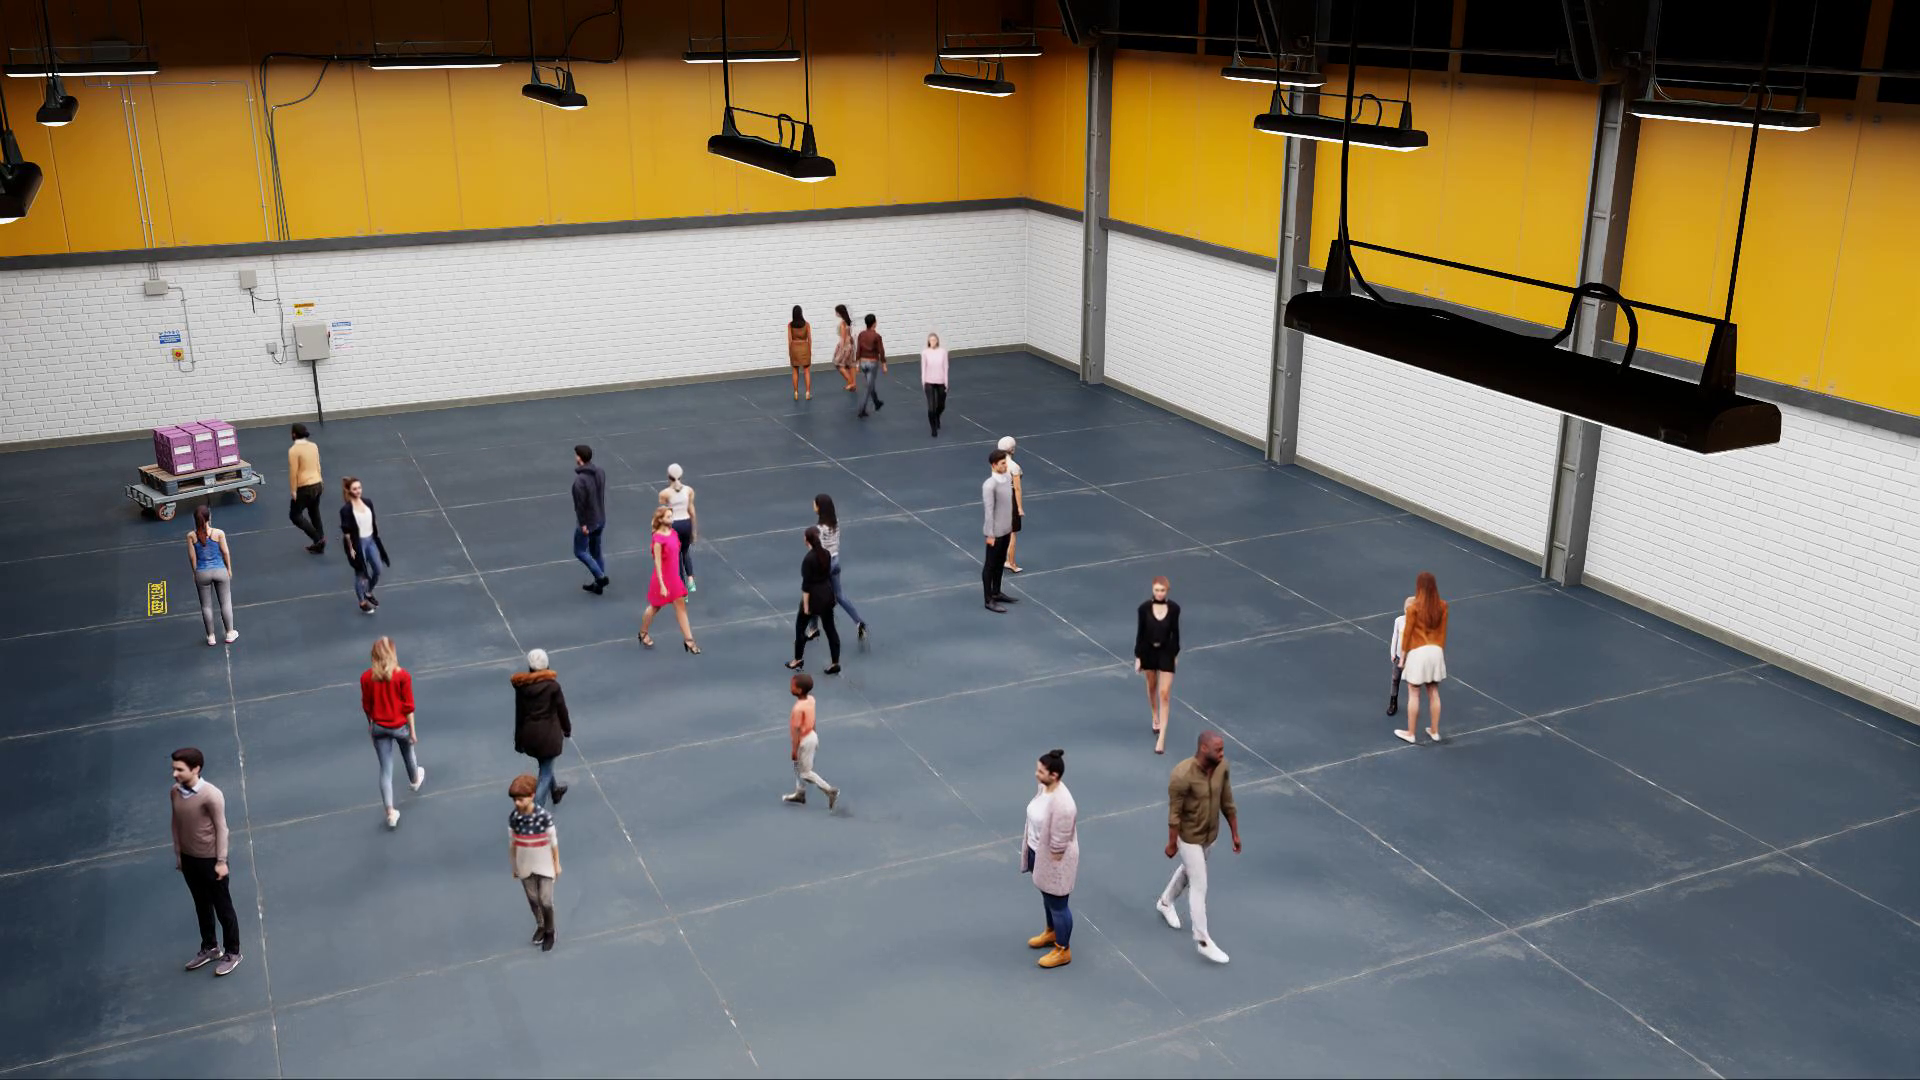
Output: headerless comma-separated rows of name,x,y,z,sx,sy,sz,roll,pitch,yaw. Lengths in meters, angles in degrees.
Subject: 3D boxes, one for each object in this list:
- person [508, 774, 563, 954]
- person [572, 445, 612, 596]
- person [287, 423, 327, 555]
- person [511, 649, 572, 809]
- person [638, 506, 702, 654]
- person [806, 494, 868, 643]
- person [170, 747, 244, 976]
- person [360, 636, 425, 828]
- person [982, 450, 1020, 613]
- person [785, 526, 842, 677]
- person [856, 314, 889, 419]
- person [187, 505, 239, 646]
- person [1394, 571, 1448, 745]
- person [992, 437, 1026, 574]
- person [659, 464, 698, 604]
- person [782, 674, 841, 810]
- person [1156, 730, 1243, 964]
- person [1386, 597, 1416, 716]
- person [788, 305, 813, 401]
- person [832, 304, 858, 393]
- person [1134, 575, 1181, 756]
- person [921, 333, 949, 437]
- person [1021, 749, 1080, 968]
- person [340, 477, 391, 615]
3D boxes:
person,-3.254,2.440,12.833,0.658,1.428,0.712,3,19,8
person,-4.382,-0.219,20.025,0.915,1.877,0.857,10,21,28
person,-8.385,-0.639,21.484,0.907,1.743,0.849,8,20,21
person,-3.671,1.776,14.544,0.994,1.594,1.098,4,19,13
person,-3.331,0.448,18.352,1.087,1.681,0.982,8,20,22
person,-1.400,0.371,18.448,1.168,1.766,1.027,10,21,27
person,-5.657,2.372,12.437,0.705,1.810,0.761,6,20,18
person,-5.023,1.719,14.615,0.881,1.657,1.181,-2,19,-5
person,0.436,-0.140,19.720,0.863,1.923,0.839,10,21,26
person,-1.445,0.691,17.712,0.979,1.629,0.840,14,23,36
person,-1.574,-2.918,28.272,1.199,1.729,1.145,11,21,29
person,-8.399,0.384,18.655,0.570,1.610,0.541,-7,20,-21
person,4.544,1.145,16.236,0.670,1.711,0.652,-4,19,-12
person,0.585,-0.446,20.888,0.592,1.756,0.761,18,25,42
person,-3.318,-0.057,19.836,0.649,1.691,0.642,-13,22,-33
person,-1.333,1.818,14.890,0.863,1.294,0.801,7,20,20
person,1.769,2.252,12.823,0.894,1.791,1.189,-13,23,-34
person,4.540,1.166,16.855,0.561,1.275,0.627,8,20,23
person,-2.849,-3.335,29.578,0.635,1.686,0.624,-1,19,-3
person,-2.000,-3.434,29.972,0.903,1.622,0.806,6,20,17
person,1.927,1.147,16.209,0.969,1.724,1.145,3,19,8
person,-0.402,-2.582,27.373,0.790,1.666,1.094,-2,19,-7
person,0.715,2.367,12.558,0.797,1.742,0.637,-4,19,-12
person,-7.088,0.051,19.543,0.821,1.673,0.780,13,22,33
